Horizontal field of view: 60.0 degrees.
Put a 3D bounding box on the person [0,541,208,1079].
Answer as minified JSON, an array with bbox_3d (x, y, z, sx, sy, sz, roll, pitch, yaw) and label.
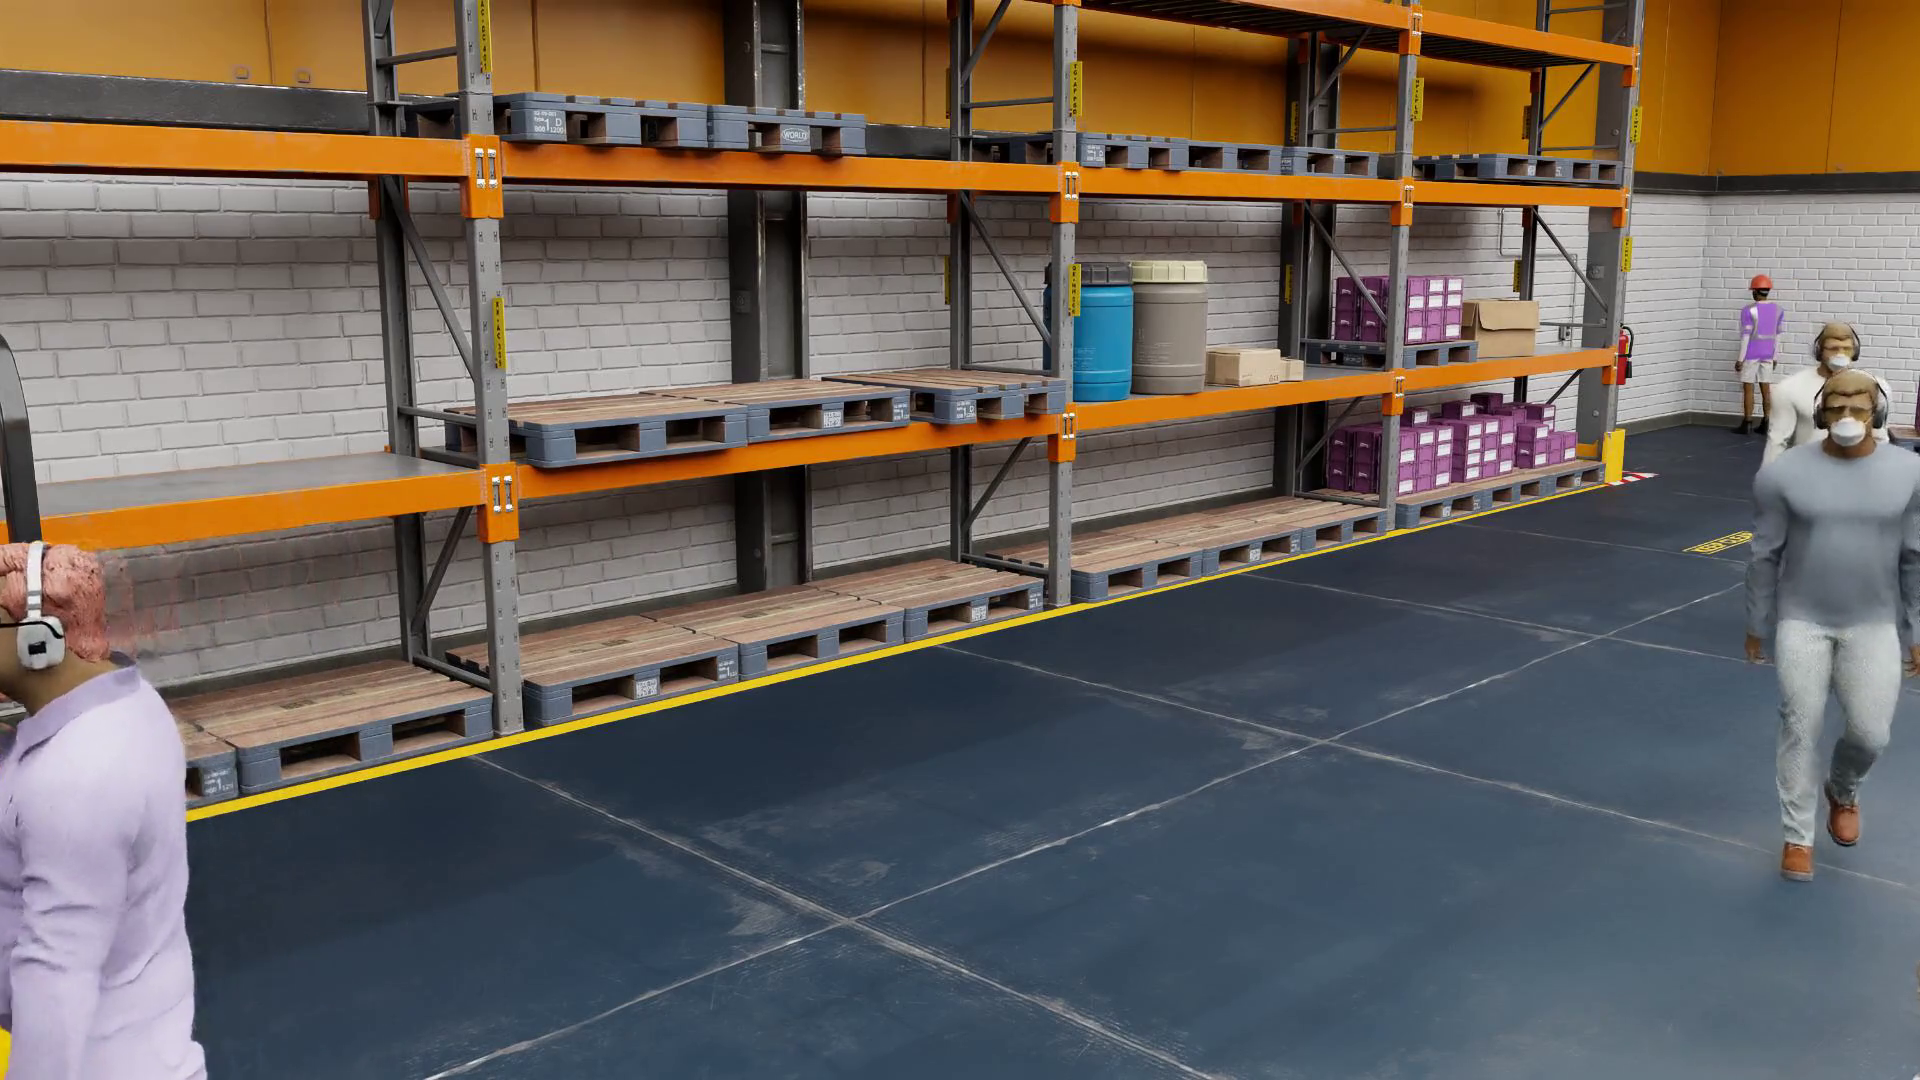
[{"bbox_3d":[-1.627,0.916,3.162,0.985,1.862,0.661,-5,11,-23],"label":"person"}]

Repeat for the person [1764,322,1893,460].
[{"bbox_3d":[4.952,-0.275,9.502,0.659,1.902,0.942,4,11,19],"label":"person"}]

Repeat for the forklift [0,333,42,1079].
[{"bbox_3d":[-3.289,0.485,4.582,1.214,2.155,2.313,-10,14,-44],"label":"forklift"}]

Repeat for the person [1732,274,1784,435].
[{"bbox_3d":[9.639,-2.238,20.138,0.551,1.932,0.378,-2,11,-10],"label":"person"}]

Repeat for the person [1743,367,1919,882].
[{"bbox_3d":[3.268,0.314,6.234,0.641,1.928,0.510,5,11,25],"label":"person"}]
